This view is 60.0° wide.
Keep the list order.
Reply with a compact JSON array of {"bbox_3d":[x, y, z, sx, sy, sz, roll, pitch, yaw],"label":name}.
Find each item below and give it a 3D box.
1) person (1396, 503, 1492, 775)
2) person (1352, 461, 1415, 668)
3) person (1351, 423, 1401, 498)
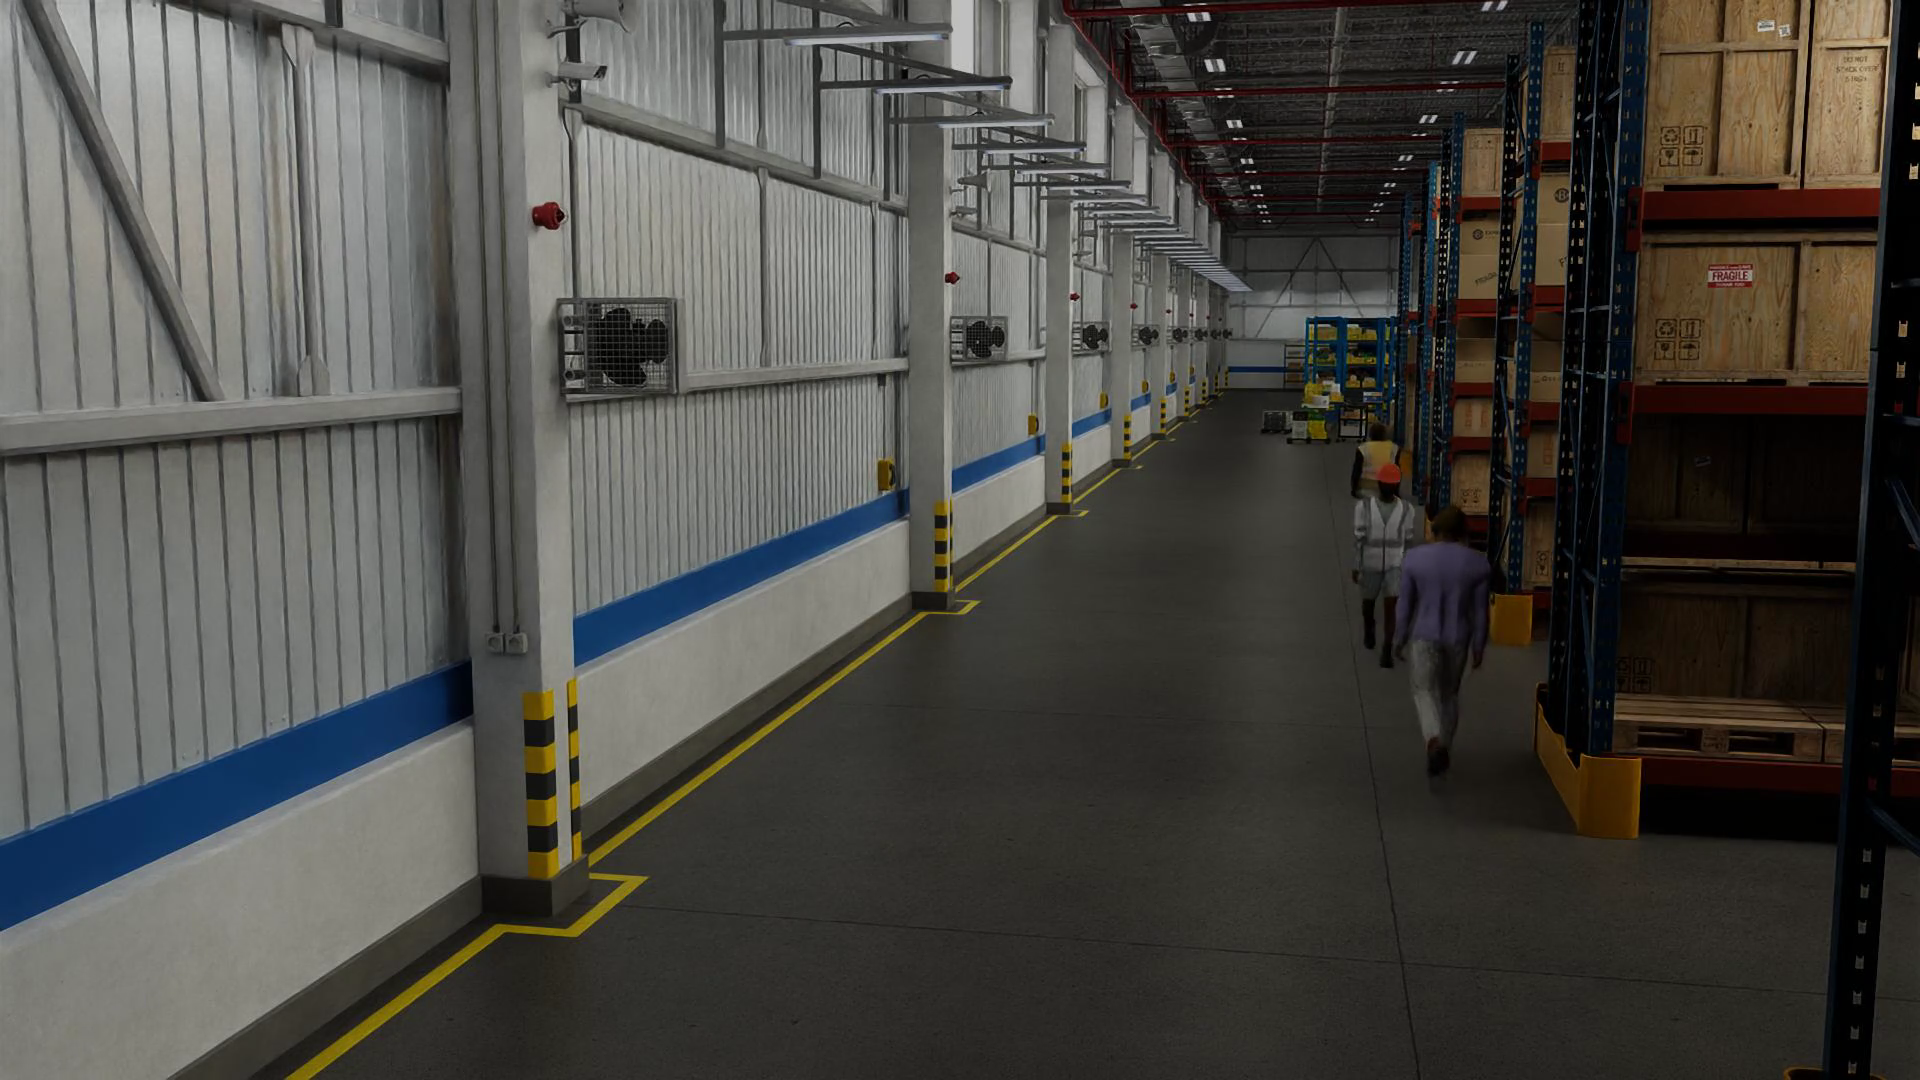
[{"bbox_3d":[3.363,0.704,11.557,0.634,1.921,0.698,1,7,7],"label":"person"},{"bbox_3d":[3.953,0.206,15.562,0.564,1.922,0.685,1,7,11],"label":"person"},{"bbox_3d":[5.872,-0.748,23.606,0.650,1.807,0.862,0,7,0],"label":"person"}]
